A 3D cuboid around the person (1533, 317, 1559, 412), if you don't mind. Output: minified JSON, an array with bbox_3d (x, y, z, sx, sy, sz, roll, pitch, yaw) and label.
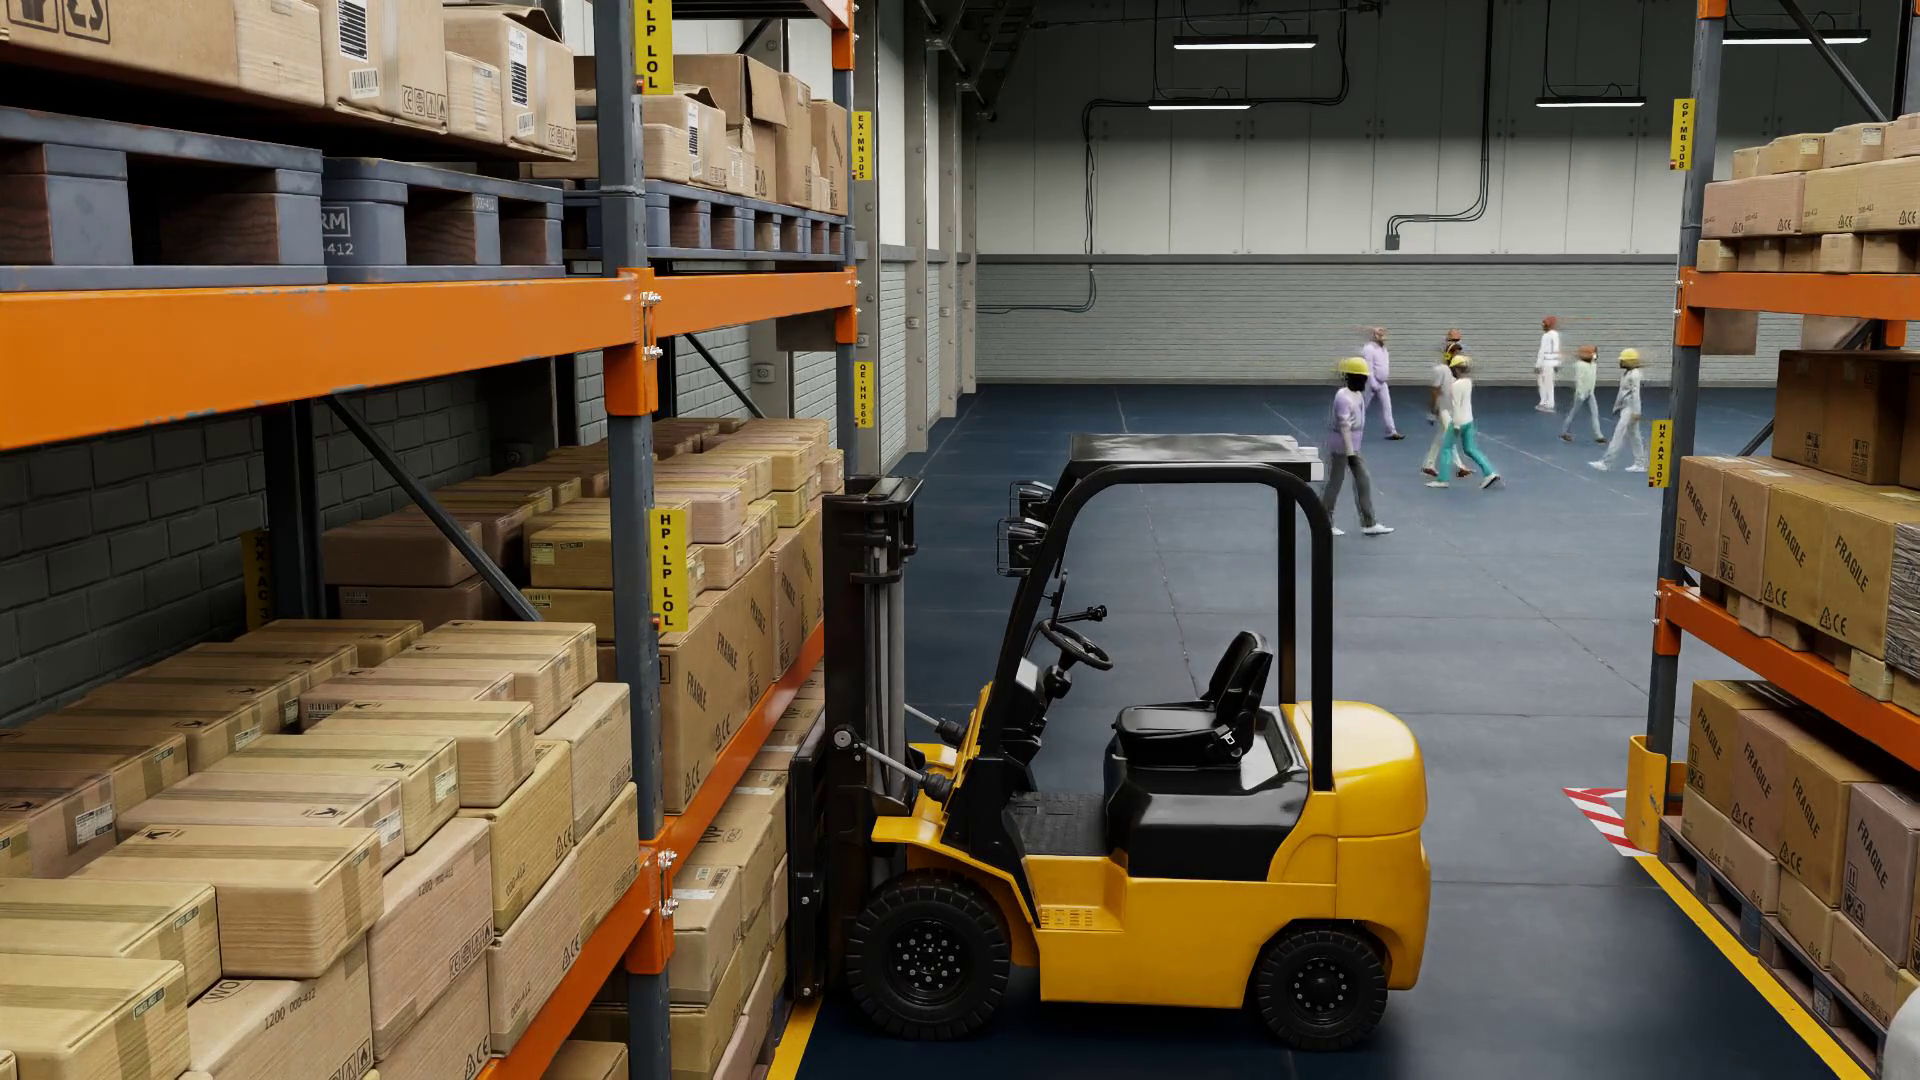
[{"bbox_3d":[11.445,-3.441,32.613,0.624,1.864,0.603,8,12,40],"label":"person"}]

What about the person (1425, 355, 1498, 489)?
[{"bbox_3d":[6.494,-1.508,21.347,0.815,1.720,0.520,8,12,40],"label":"person"}]

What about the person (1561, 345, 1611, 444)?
[{"bbox_3d":[10.121,-2.354,26.871,0.516,1.586,0.845,-6,11,-34],"label":"person"}]

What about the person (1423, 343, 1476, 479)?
[{"bbox_3d":[6.636,-1.719,22.331,0.507,1.815,0.977,-7,12,-36],"label":"person"}]

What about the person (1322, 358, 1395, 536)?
[{"bbox_3d":[4.185,-0.961,17.492,0.881,1.888,0.616,7,11,35],"label":"person"}]

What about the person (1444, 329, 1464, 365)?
[{"bbox_3d":[9.585,-3.283,32.365,0.507,1.631,0.266,-6,11,-31],"label":"person"}]

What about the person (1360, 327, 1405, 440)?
[{"bbox_3d":[6.852,-2.583,27.481,0.637,1.859,1.035,-8,12,-40],"label":"person"}]

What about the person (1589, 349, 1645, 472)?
[{"bbox_3d":[9.164,-1.794,23.093,0.849,1.703,0.510,1,9,8],"label":"person"}]
